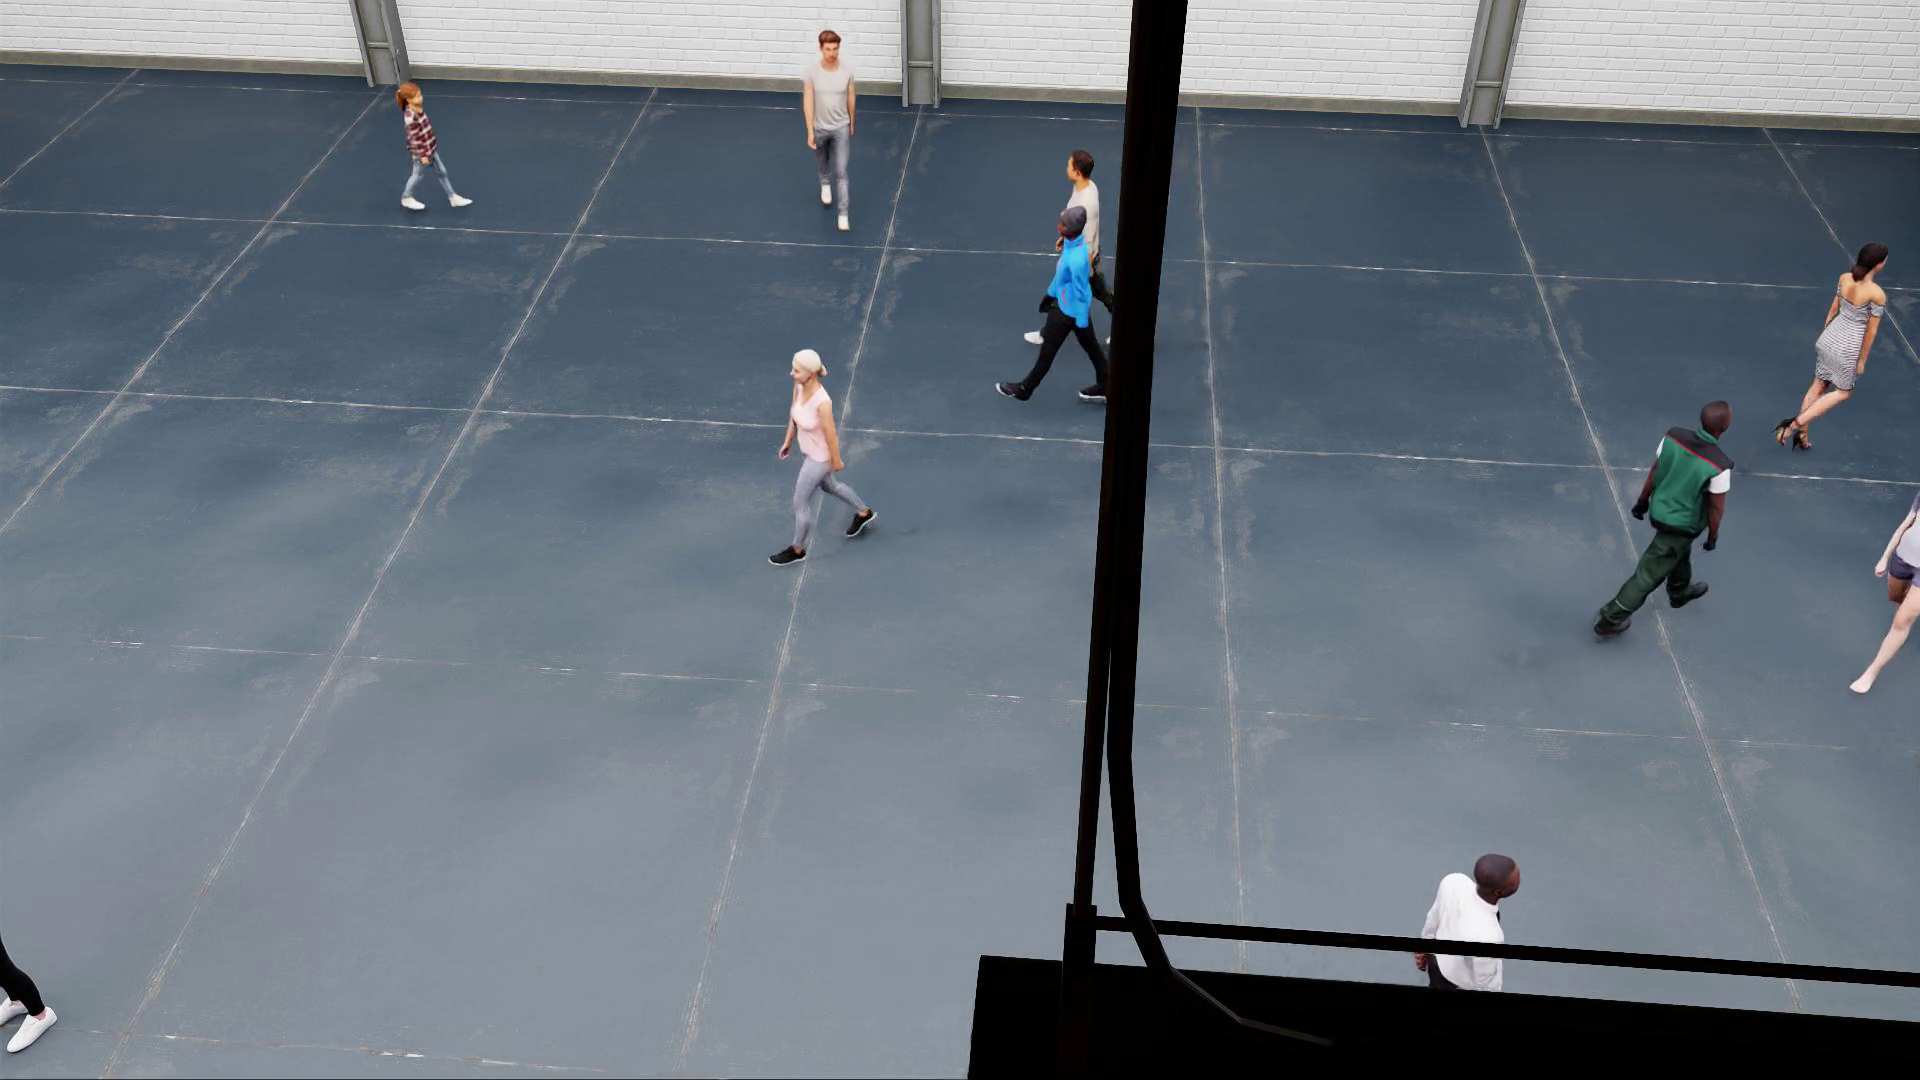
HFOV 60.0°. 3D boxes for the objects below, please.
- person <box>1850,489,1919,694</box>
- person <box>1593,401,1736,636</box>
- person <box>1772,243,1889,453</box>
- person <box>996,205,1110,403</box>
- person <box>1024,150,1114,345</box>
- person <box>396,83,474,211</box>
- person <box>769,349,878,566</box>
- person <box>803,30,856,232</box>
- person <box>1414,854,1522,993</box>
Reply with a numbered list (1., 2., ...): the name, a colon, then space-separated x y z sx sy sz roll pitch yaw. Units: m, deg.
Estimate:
1. person: 6.208 0.120 10.678 1.142 1.735 1.079 -27 46 -30
2. person: 4.629 -0.085 10.894 1.325 1.786 1.093 -16 41 -19
3. person: 6.533 -1.389 12.509 0.856 1.809 0.770 -12 40 -15
4. person: 0.984 -1.797 13.075 1.169 1.740 0.603 3 39 4
5. person: 1.123 -2.359 13.759 1.180 1.764 0.645 2 39 3
6. person: -5.203 -3.726 15.865 0.890 1.273 0.538 2 39 3
7. person: -0.927 -0.631 11.646 1.161 1.701 0.926 -17 42 -20
8. person: -1.241 -3.915 15.647 1.235 1.840 0.870 -4 39 -5
9. person: 2.293 2.168 8.055 1.037 1.809 0.783 -4 39 -4
